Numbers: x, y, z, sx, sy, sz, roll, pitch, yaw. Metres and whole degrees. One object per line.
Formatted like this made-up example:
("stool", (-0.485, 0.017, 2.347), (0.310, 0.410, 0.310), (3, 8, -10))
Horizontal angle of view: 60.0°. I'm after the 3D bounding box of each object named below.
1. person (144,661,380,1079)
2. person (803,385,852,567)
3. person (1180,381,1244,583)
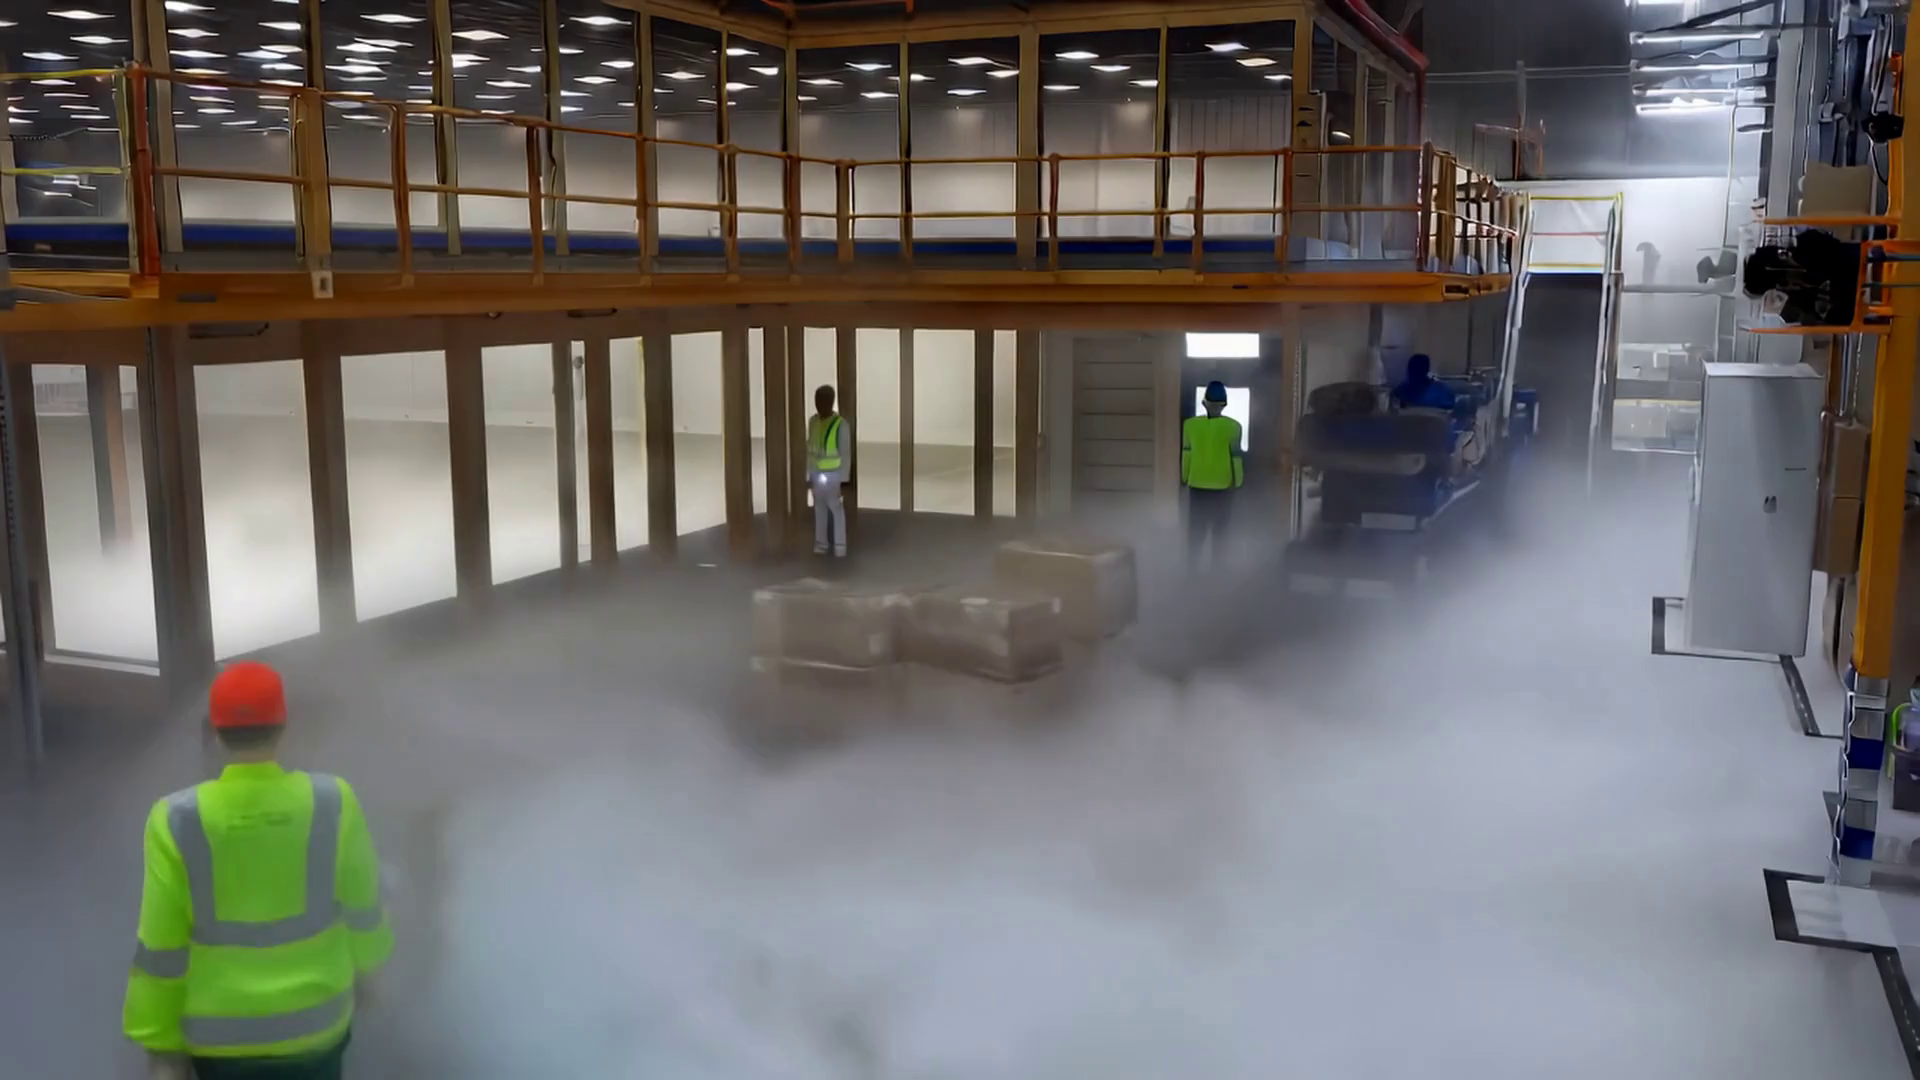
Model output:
("person", (-2.109, 1.297, 5.067), (0.645, 1.904, 0.938), (-4, 10, -26))
("person", (-1.372, -0.661, 17.214), (0.575, 1.882, 0.360), (8, 12, 39))
("person", (2.466, -0.562, 16.301), (0.612, 1.986, 0.406), (1, 9, 5))
